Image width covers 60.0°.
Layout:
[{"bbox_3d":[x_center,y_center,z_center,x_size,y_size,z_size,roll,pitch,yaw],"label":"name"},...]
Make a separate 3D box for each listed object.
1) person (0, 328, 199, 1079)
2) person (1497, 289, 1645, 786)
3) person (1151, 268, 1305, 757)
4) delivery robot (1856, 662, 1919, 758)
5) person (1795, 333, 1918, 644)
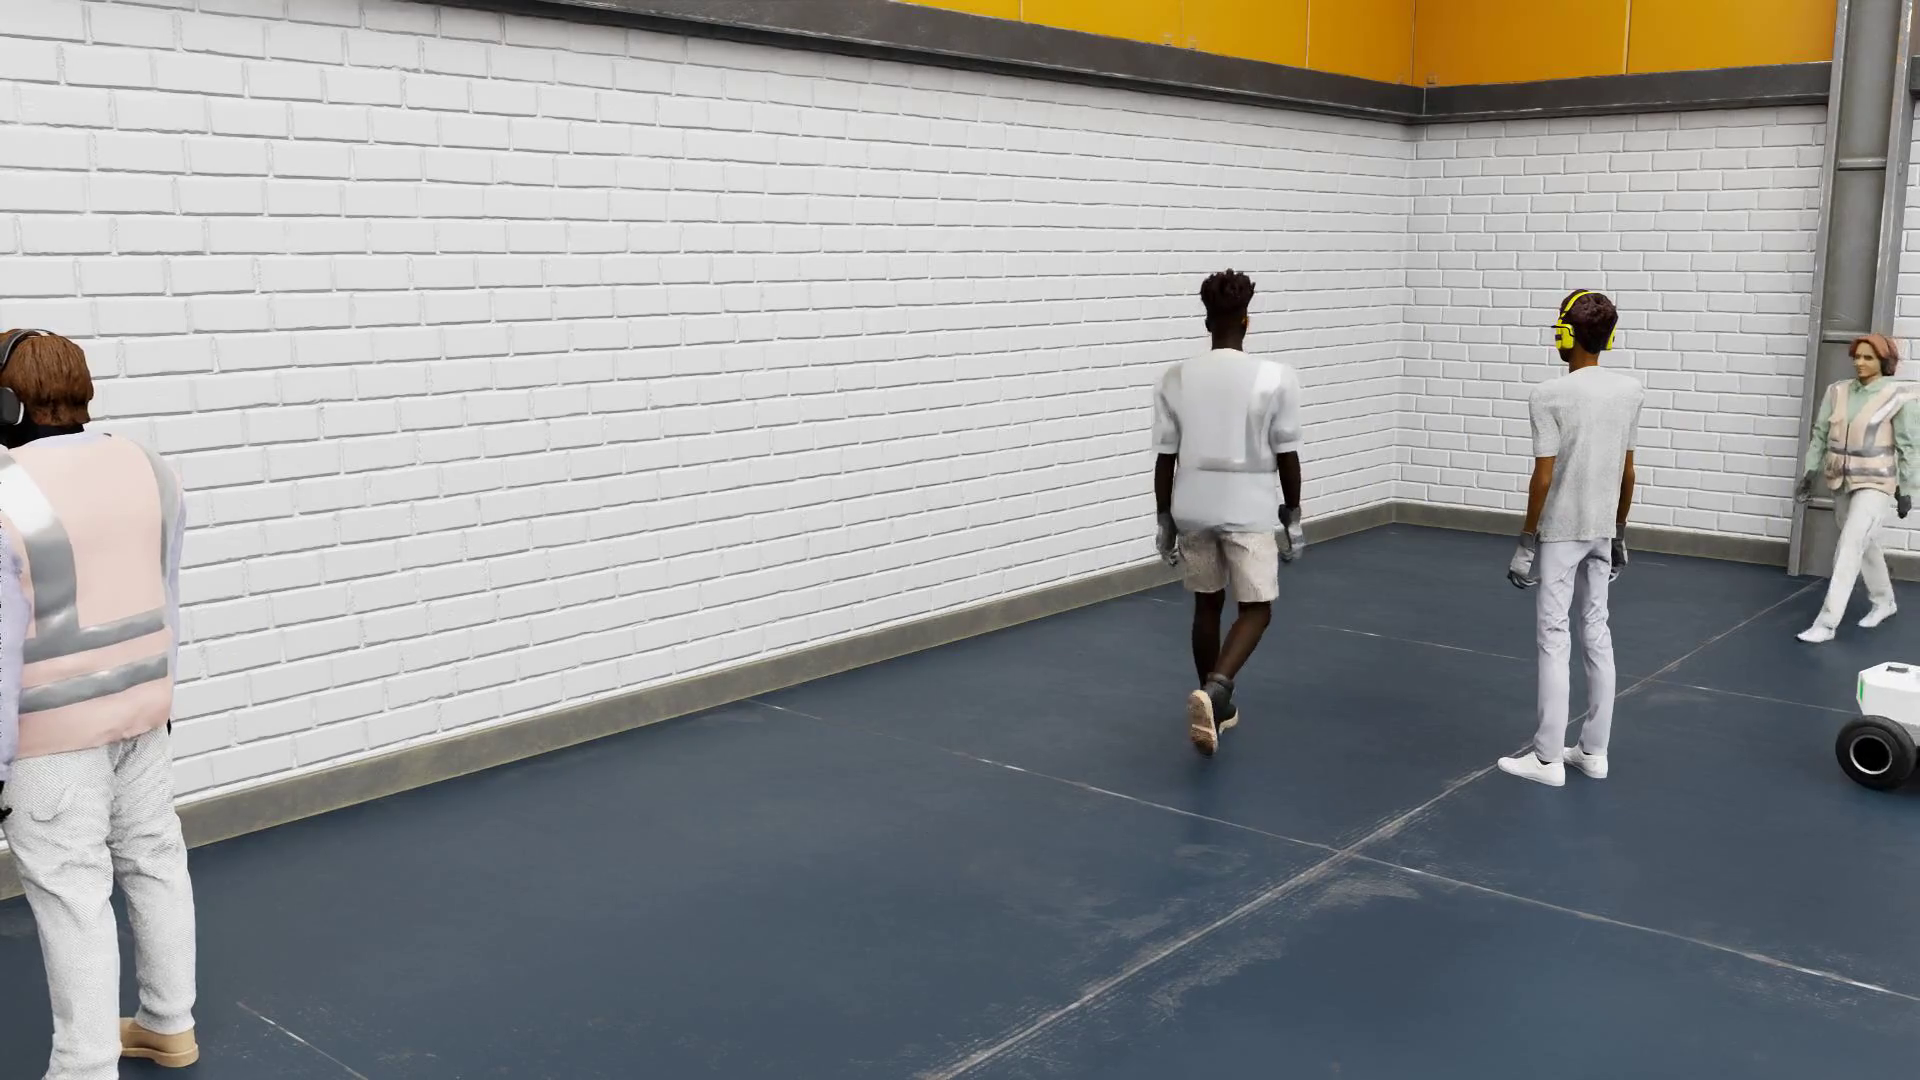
[{"bbox_3d":[-2.072,0.434,3.875,0.430,1.845,0.624,3,10,17],"label":"person"},{"bbox_3d":[2.310,-0.004,6.288,0.513,1.872,0.328,-4,11,-22],"label":"person"},{"bbox_3d":[1.042,-0.104,6.636,0.616,1.944,0.801,5,11,27],"label":"person"},{"bbox_3d":[3.736,0.629,6.149,0.477,0.478,0.707,-8,13,-39],"label":"delivery robot"},{"bbox_3d":[4.707,-0.280,8.665,0.873,1.595,0.508,-4,11,-20],"label":"person"}]
